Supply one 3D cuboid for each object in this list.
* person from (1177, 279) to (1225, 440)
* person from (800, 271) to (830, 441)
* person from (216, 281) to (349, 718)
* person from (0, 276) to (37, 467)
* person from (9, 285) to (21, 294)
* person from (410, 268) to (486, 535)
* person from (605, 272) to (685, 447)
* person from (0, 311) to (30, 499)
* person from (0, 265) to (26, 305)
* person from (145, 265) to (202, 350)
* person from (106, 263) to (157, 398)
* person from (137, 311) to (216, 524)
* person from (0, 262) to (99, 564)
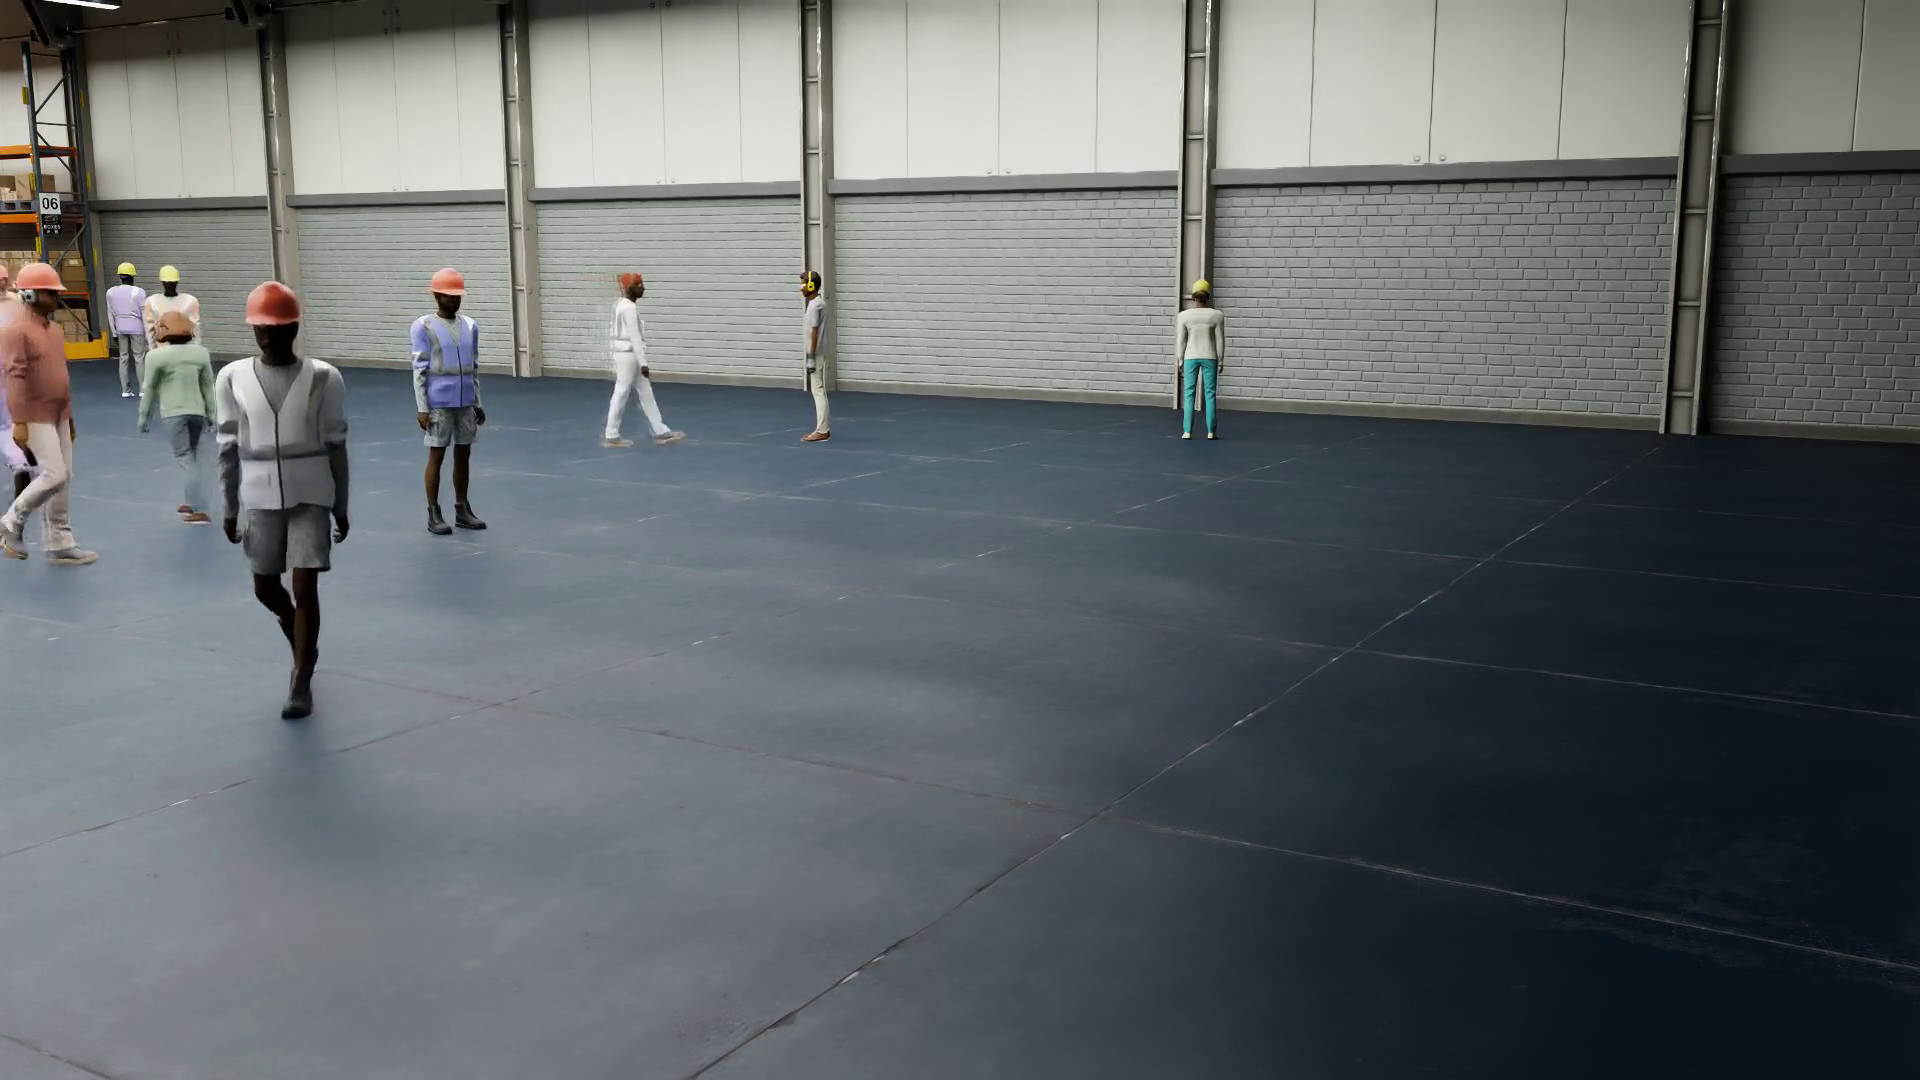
[{"bbox_3d":[2.649,-1.976,18.304,0.523,1.772,0.302,2,10,10],"label":"person"},{"bbox_3d":[-1.591,-2.009,18.242,0.312,1.860,0.505,0,10,0],"label":"person"},{"bbox_3d":[-3.018,-0.202,7.483,0.557,1.919,0.735,-2,10,-11],"label":"person"},{"bbox_3d":[-8.925,-1.566,15.657,0.716,1.869,0.653,7,12,34],"label":"person"},{"bbox_3d":[-14.288,-3.074,25.175,0.660,1.613,0.505,2,10,13],"label":"person"},{"bbox_3d":[-3.714,-1.011,12.170,0.377,1.932,0.552,8,12,39],"label":"person"},{"bbox_3d":[-3.360,-1.896,17.610,0.936,1.838,0.596,-2,10,-12],"label":"person"},{"bbox_3d":[-8.097,-1.250,13.750,0.851,1.876,0.643,8,12,38],"label":"person"},{"bbox_3d":[-11.077,-2.228,19.289,0.373,1.933,0.550,6,11,30],"label":"person"},{"bbox_3d":[-9.237,-2.266,19.577,0.585,1.913,0.416,-4,11,-23],"label":"person"},{"bbox_3d":[-11.851,-2.989,23.772,0.587,1.928,0.363,0,10,2],"label":"person"},{"bbox_3d":[-5.981,-0.929,12.664,0.733,1.603,0.512,6,12,32],"label":"person"},{"bbox_3d":[-5.991,-0.804,10.815,0.506,1.980,0.639,0,10,0],"label":"person"}]
